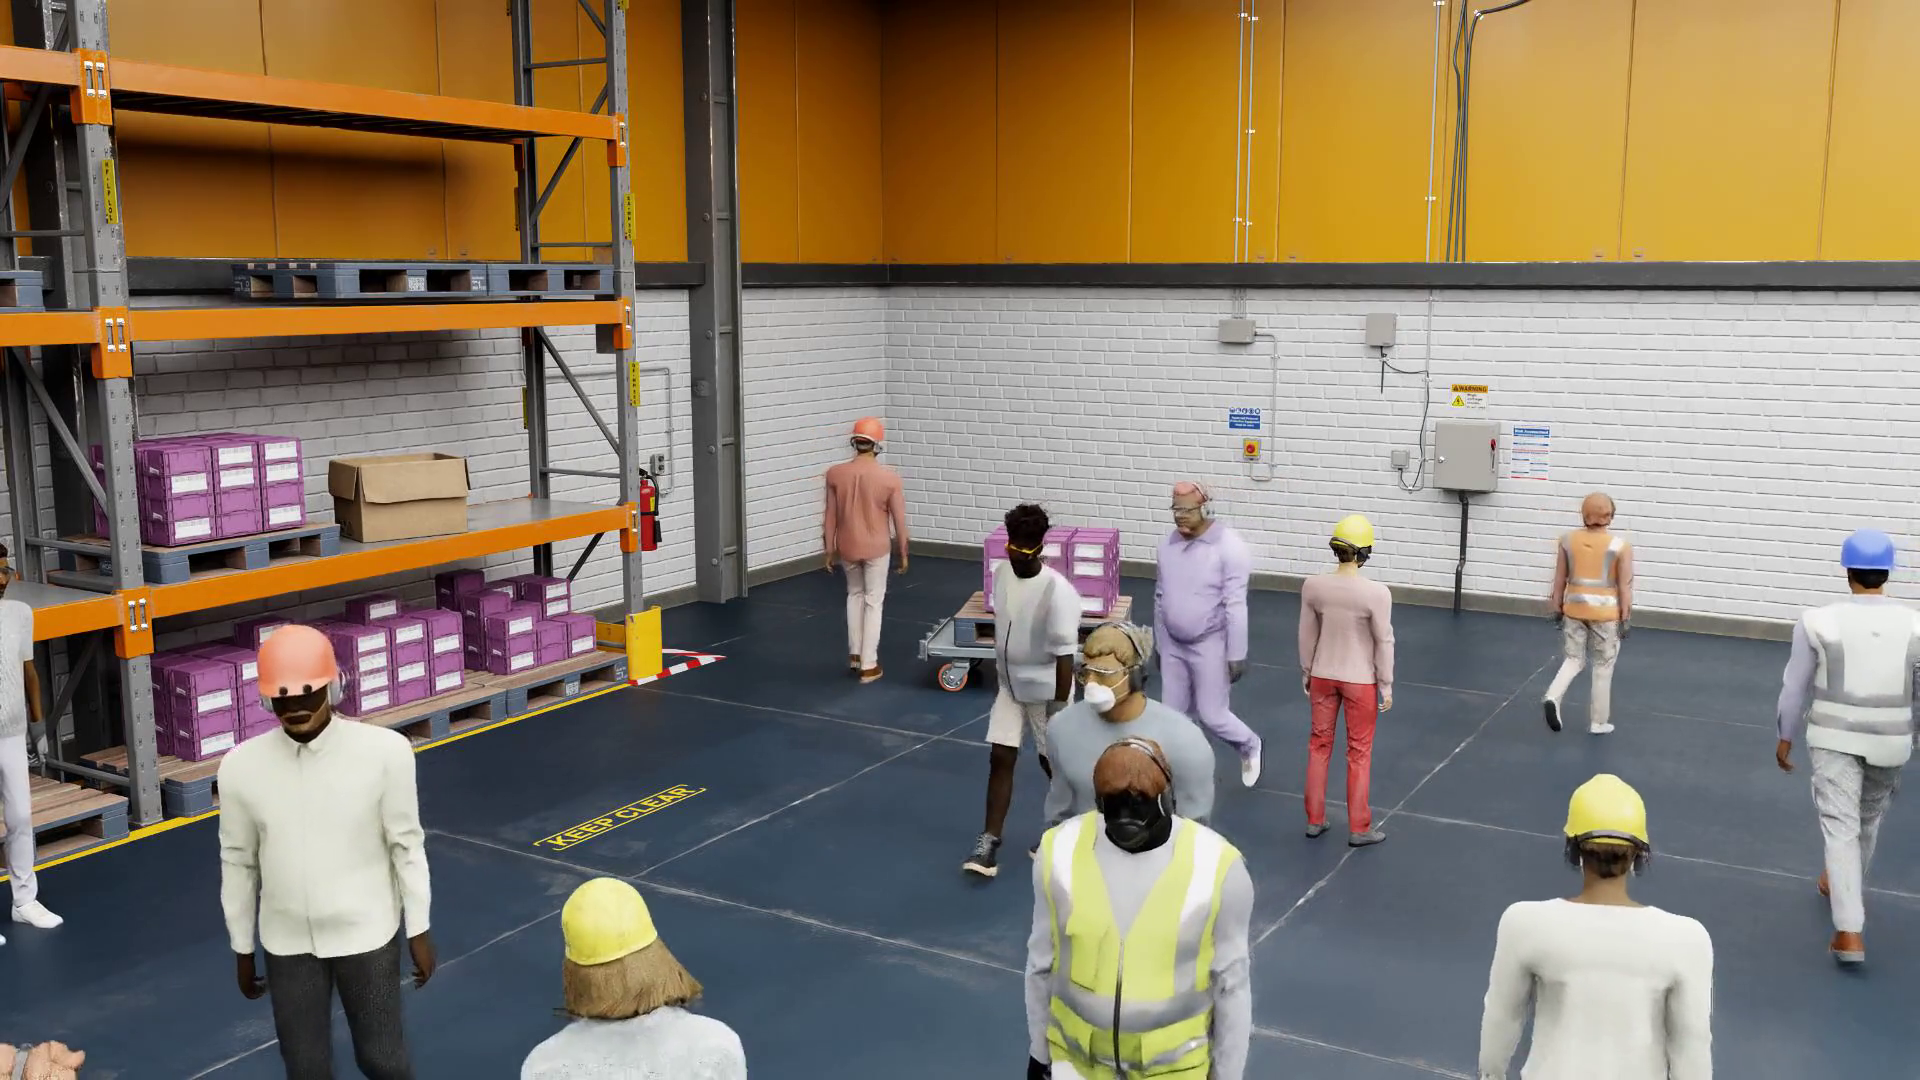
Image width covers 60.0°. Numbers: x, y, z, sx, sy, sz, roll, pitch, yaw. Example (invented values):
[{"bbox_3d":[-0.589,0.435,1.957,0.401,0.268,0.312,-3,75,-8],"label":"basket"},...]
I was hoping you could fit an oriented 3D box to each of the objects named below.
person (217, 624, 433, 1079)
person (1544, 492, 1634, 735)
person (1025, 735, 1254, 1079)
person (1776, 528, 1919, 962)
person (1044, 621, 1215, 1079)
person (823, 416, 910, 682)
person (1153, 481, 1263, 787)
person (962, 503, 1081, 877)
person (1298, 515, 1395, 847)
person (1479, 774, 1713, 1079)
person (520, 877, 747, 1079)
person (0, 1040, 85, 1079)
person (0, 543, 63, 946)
[{"bbox_3d":[-1.982,1.212,5.248,0.643,1.979,0.607,-1,9,-7],"label":"person"},{"bbox_3d":[4.082,0.499,10.829,0.552,1.625,0.528,-9,12,-43],"label":"person"},{"bbox_3d":[0.503,1.397,4.660,0.632,1.808,0.775,3,9,16],"label":"person"},{"bbox_3d":[4.043,0.897,7.493,0.634,1.899,1.013,2,9,12],"label":"person"},{"bbox_3d":[0.616,1.187,5.627,0.640,1.920,0.719,7,11,37],"label":"person"},{"bbox_3d":[-0.679,0.058,12.468,0.630,1.970,0.615,3,9,16],"label":"person"},{"bbox_3d":[1.404,0.588,9.456,0.640,1.883,0.673,-8,12,-42],"label":"person"},{"bbox_3d":[0.334,0.757,8.299,0.944,1.905,0.630,-8,12,-43],"label":"person"},{"bbox_3d":[2.056,0.742,8.843,0.533,1.768,0.311,7,12,39],"label":"person"},{"bbox_3d":[1.677,1.460,4.445,0.557,1.726,0.840,3,10,17],"label":"person"},{"bbox_3d":[-0.689,1.587,3.679,0.517,1.718,0.370,-1,9,-6],"label":"person"},{"bbox_3d":[-1.922,1.728,3.193,0.708,1.608,0.547,-6,11,-32],"label":"person"},{"bbox_3d":[-4.392,0.905,7.547,0.322,1.860,0.516,5,10,29],"label":"person"}]
